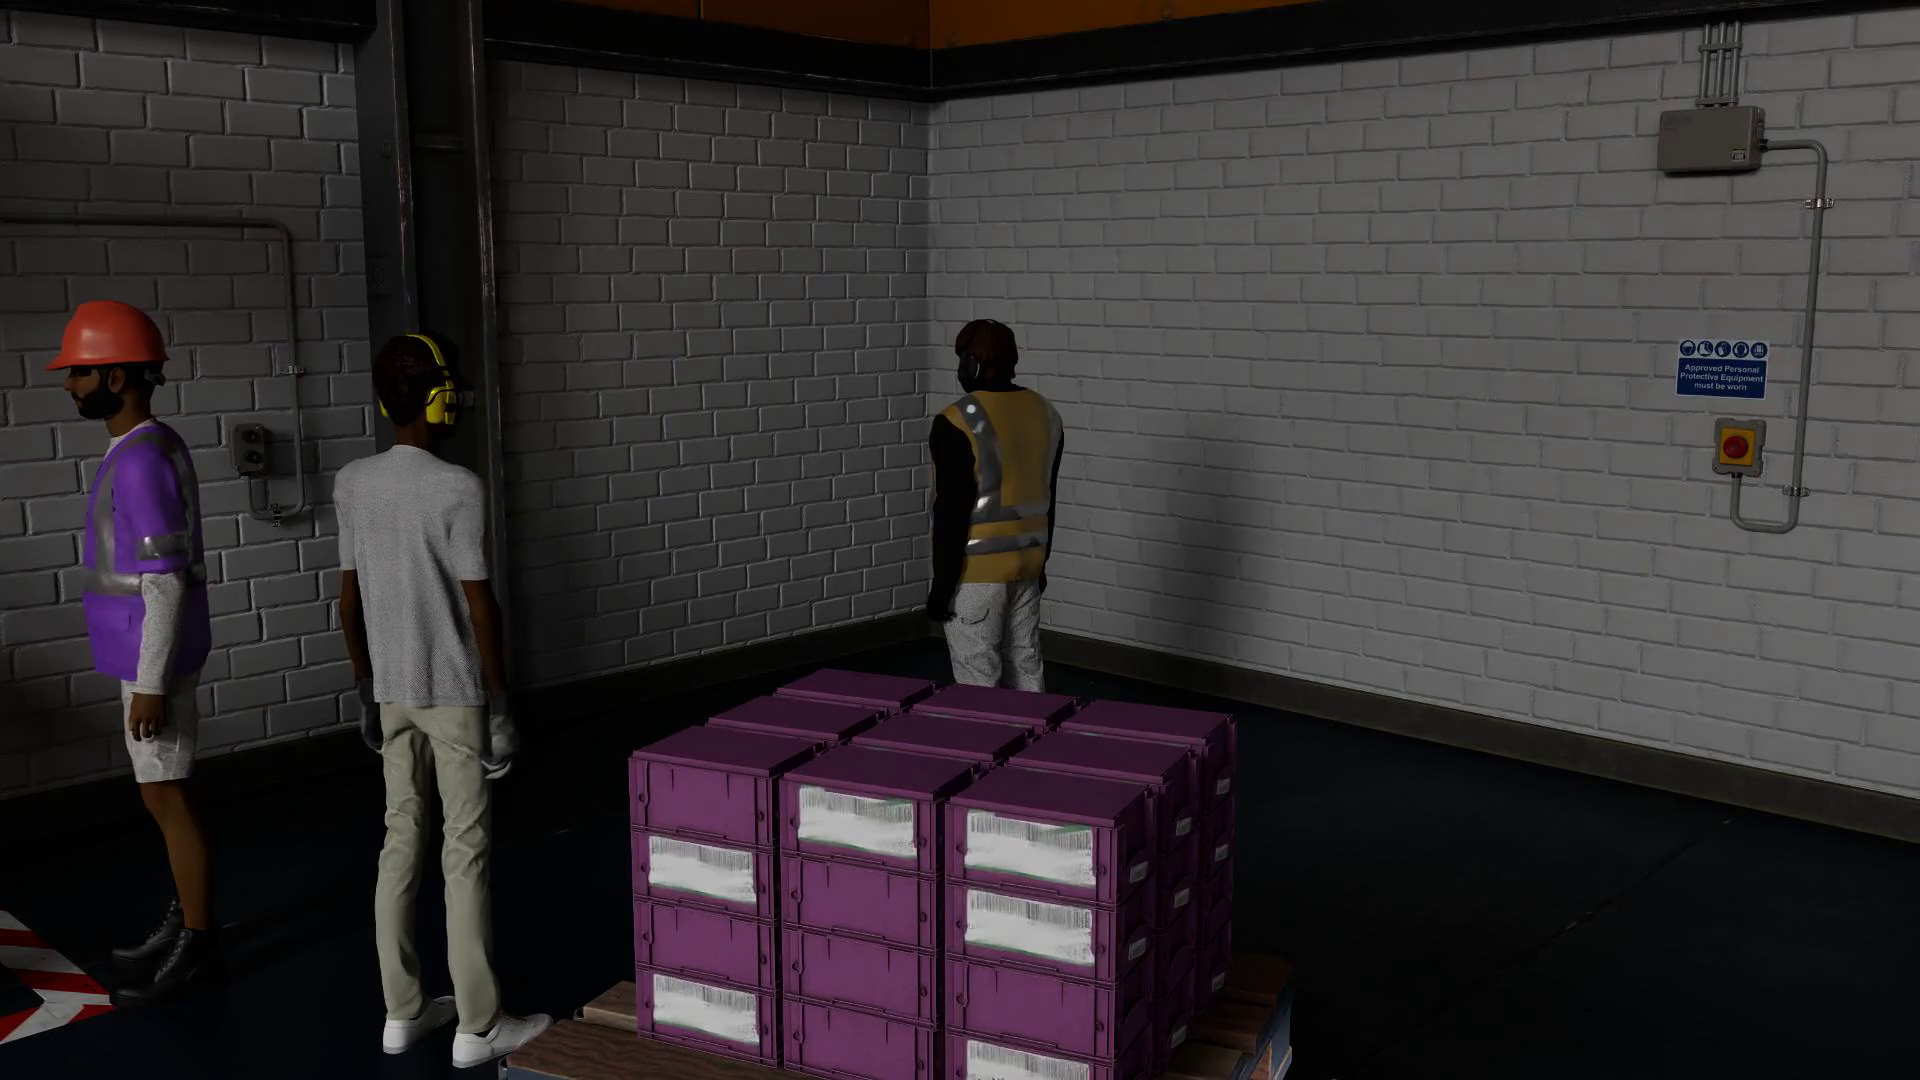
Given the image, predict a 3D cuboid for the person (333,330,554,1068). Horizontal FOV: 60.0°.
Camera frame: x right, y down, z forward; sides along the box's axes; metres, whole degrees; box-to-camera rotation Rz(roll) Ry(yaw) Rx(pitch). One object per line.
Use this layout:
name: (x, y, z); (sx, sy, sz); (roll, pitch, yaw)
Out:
person: (-1.329, 0.407, 4.238); (0.507, 1.872, 0.329); (4, 10, 24)

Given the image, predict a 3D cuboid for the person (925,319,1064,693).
person: (0.101, 0.114, 6.125); (0.429, 1.842, 0.633); (8, 12, 42)

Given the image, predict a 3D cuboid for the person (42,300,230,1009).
person: (-2.264, 0.315, 4.596); (0.360, 1.936, 0.552); (-5, 10, -26)
